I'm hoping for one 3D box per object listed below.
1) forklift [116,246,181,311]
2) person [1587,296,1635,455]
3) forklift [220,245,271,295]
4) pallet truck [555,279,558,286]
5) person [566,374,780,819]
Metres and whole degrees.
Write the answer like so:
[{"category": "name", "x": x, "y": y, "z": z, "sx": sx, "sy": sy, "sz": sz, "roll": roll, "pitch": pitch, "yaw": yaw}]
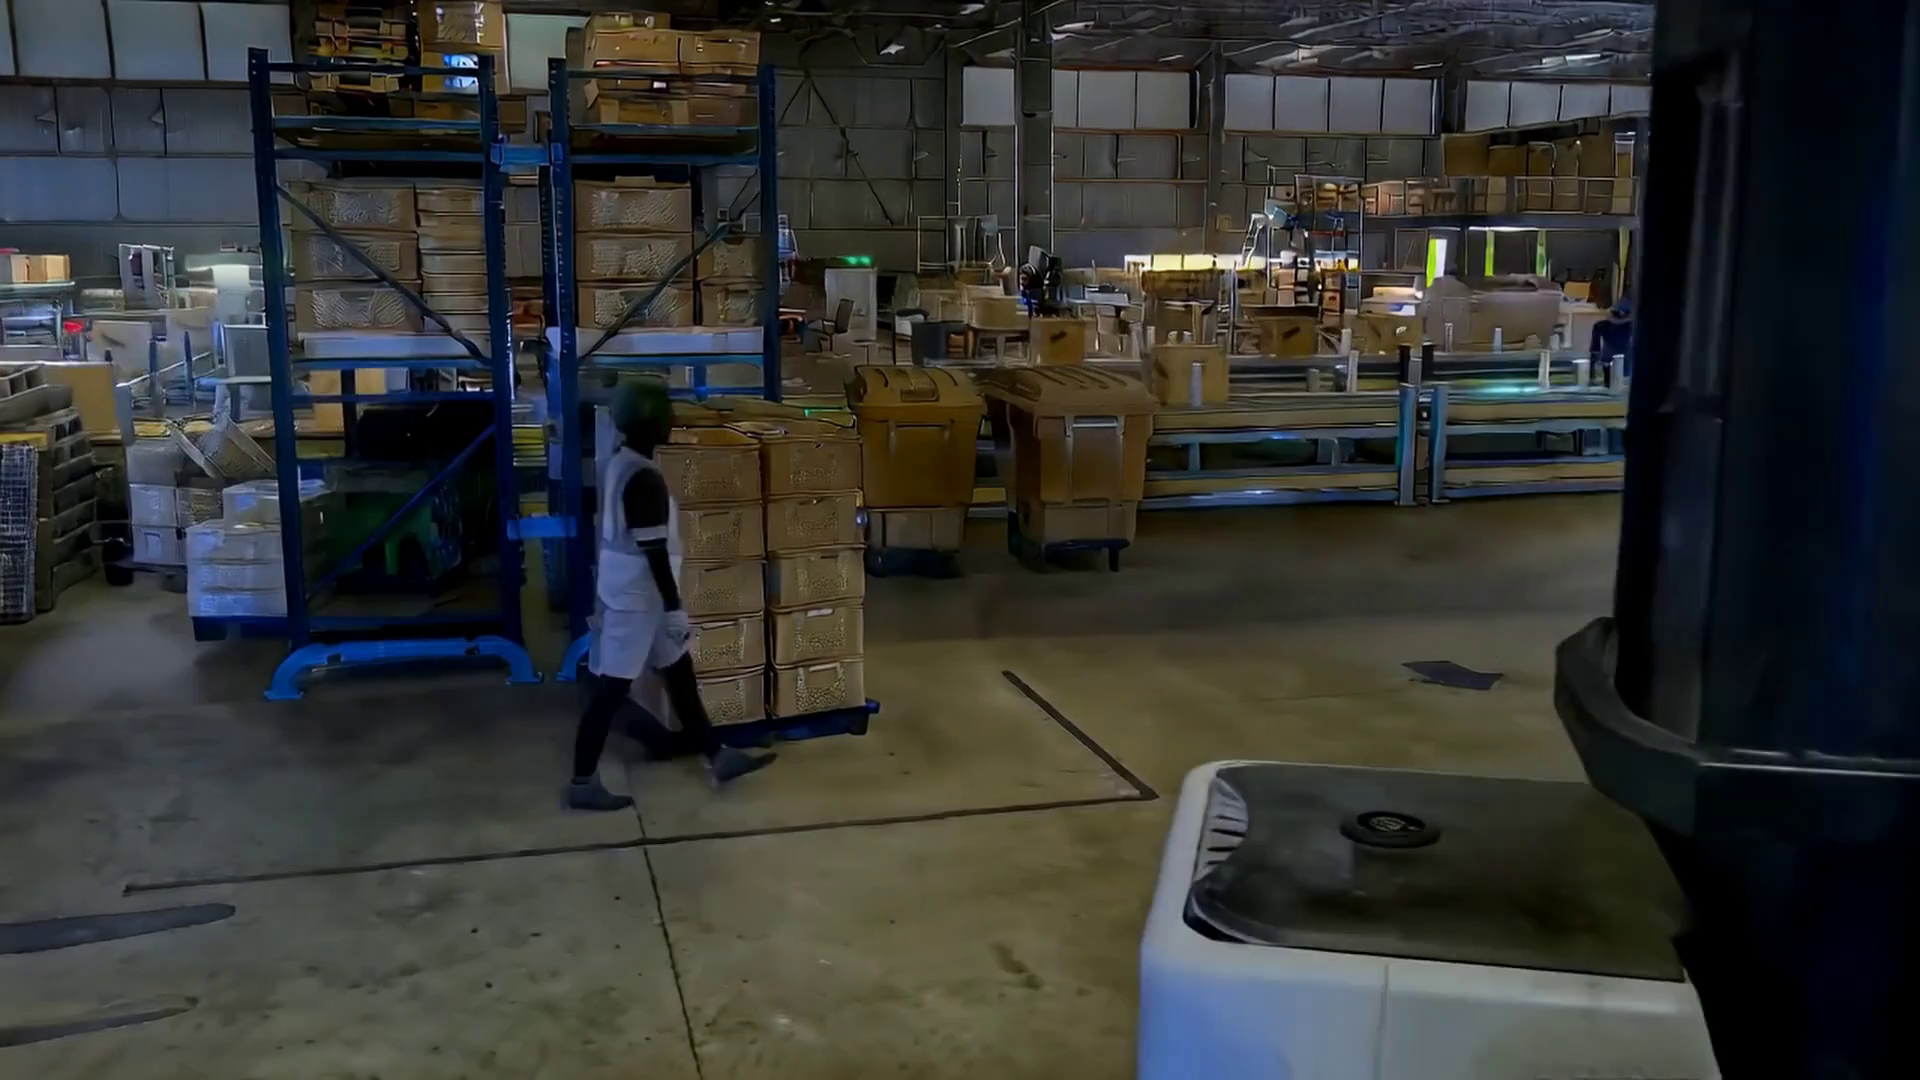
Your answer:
[{"category": "forklift", "x": -19.966, "y": -6.232, "z": 40.894, "sx": 1.157, "sy": 1.987, "sz": 2.680, "roll": -3, "pitch": 10, "yaw": -15}, {"category": "person", "x": 6.634, "y": -1.655, "z": 16.855, "sx": 0.507, "sy": 1.631, "sz": 0.268, "roll": 5, "pitch": 11, "yaw": 28}, {"category": "forklift", "x": -17.749, "y": -6.334, "z": 41.440, "sx": 1.157, "sy": 1.987, "sz": 2.680, "roll": -3, "pitch": 10, "yaw": -17}, {"category": "pallet truck", "x": -10.604, "y": -6.375, "z": 44.520, "sx": 0.653, "sy": 1.274, "sz": 1.630, "roll": -3, "pitch": 10, "yaw": -15}, {"category": "person", "x": -1.110, "y": 0.210, "z": 6.220, "sx": 0.850, "sy": 1.648, "sz": 0.550, "roll": -3, "pitch": 10, "yaw": -16}]
